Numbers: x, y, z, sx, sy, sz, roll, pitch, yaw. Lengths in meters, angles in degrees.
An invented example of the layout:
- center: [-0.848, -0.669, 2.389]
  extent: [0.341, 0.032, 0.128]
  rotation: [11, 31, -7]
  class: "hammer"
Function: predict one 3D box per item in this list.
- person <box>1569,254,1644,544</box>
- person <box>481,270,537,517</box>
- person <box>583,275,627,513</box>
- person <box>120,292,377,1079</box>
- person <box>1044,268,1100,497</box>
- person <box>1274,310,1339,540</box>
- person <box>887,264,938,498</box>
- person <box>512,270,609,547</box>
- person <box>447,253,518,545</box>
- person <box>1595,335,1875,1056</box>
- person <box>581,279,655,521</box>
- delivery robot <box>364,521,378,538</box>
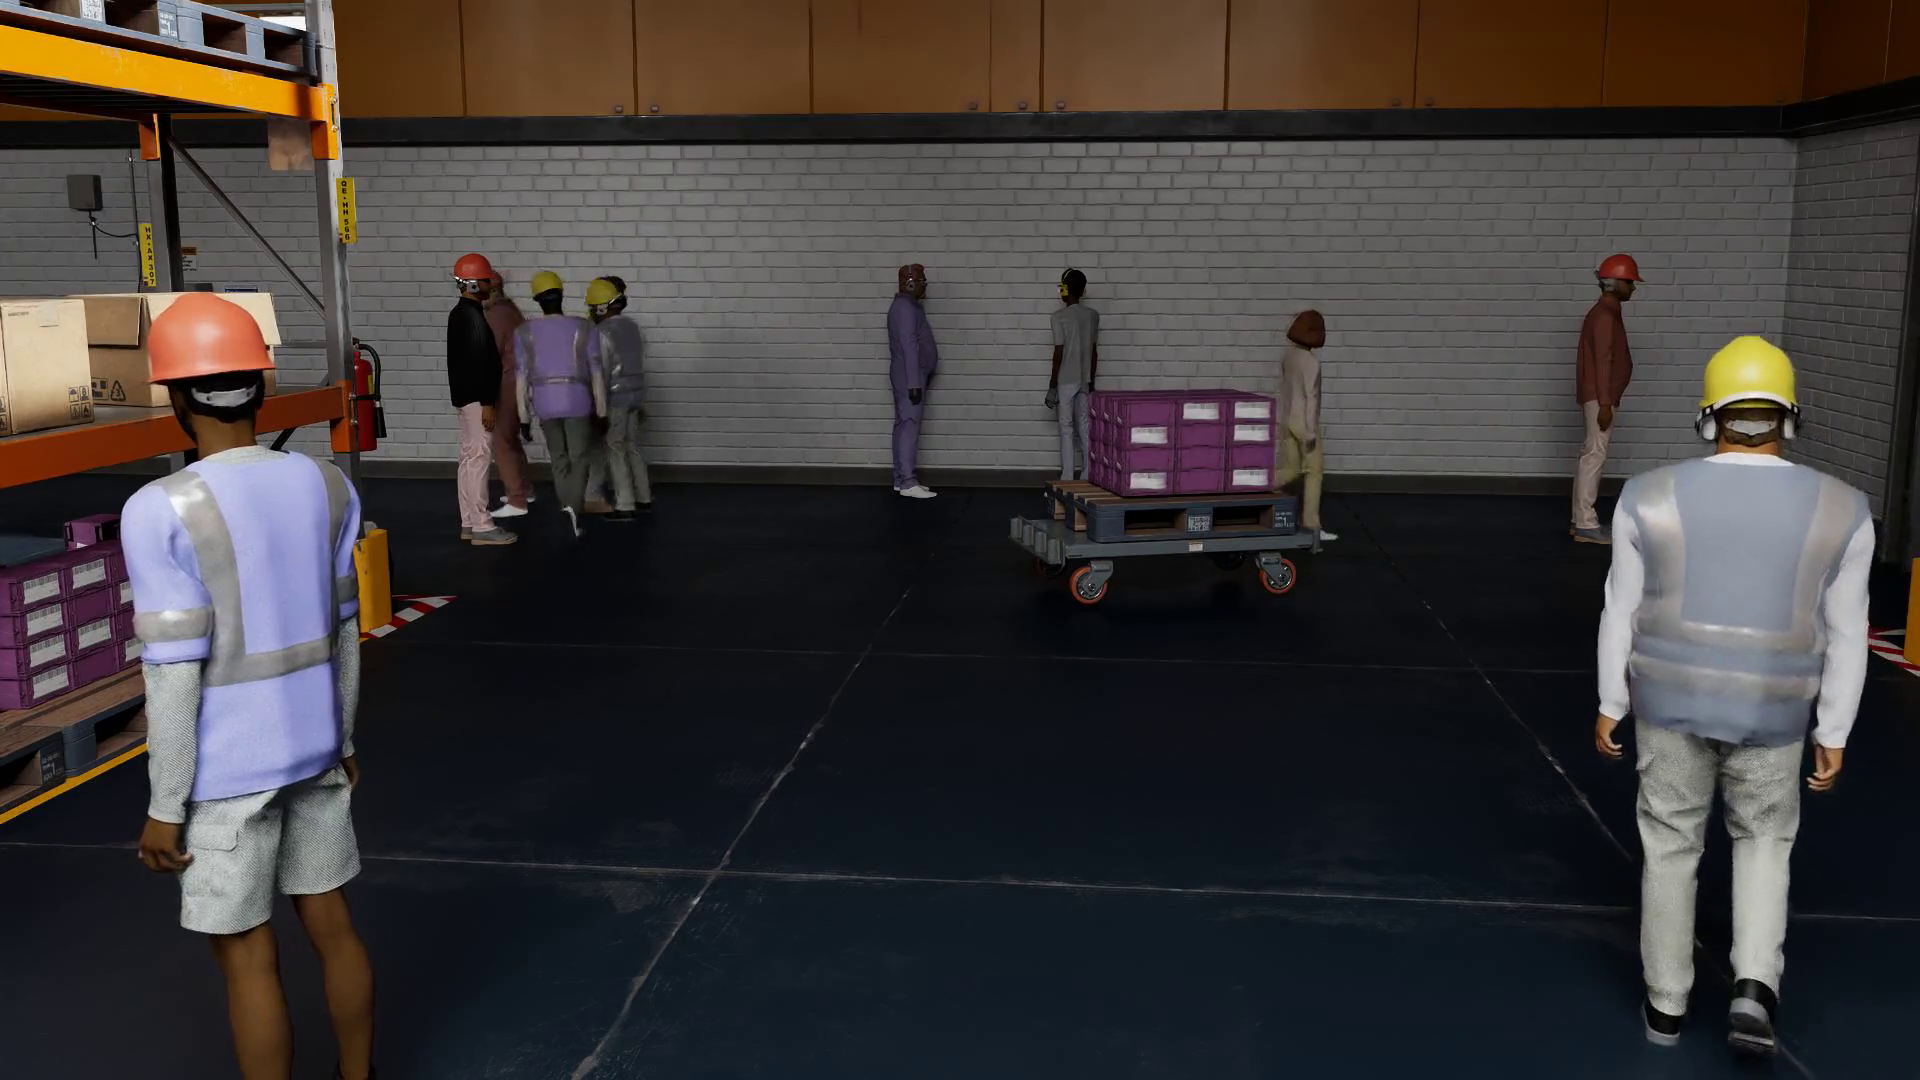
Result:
- center: [4.477, -0.978, 11.546]
  extent: [0.394, 1.990, 0.618]
  rotation: [3, 10, 18]
  class: "person"
- center: [-3.480, -1.105, 12.616]
  extent: [0.399, 1.879, 0.767]
  rotation: [1, 10, 3]
  class: "person"
- center: [-2.707, -1.128, 12.887]
  extent: [0.429, 1.844, 0.626]
  rotation: [-2, 10, -12]
  class: "person"
- center: [-1.505, 0.454, 3.516]
  extent: [0.374, 1.934, 0.548]
  rotation: [5, 11, 25]
  class: "person"
- center: [0.905, -1.260, 13.525]
  extent: [0.513, 1.870, 0.328]
  rotation: [-8, 13, -40]
  class: "person"
- center: [2.304, -0.783, 11.521]
  extent: [0.627, 1.610, 0.507]
  rotation: [-3, 10, -15]
  class: "person"
- center: [-0.387, -1.304, 13.661]
  extent: [0.408, 1.909, 0.638]
  rotation: [-2, 10, -9]
  class: "person"
- center: [-2.738, -0.894, 11.405]
  extent: [0.639, 1.885, 0.789]
  rotation: [0, 10, -3]
  class: "person"
- center: [-3.324, -0.965, 11.468]
  extent: [0.377, 1.995, 0.612]
  rotation: [-5, 11, -28]
  class: "person"
- center: [1.889, 0.410, 4.121]
  extent: [0.599, 1.818, 0.459]
  rotation: [4, 11, 20]
  class: "person"
- center: [-2.574, -1.040, 12.482]
  extent: [0.433, 1.801, 0.721]
  rotation: [3, 10, 19]
  class: "person"
- center: [-3.584, 0.047, 9.526]
  extent: [0.477, 0.478, 0.707]
  rotation: [-1, 10, -4]
  class: "delivery robot"
